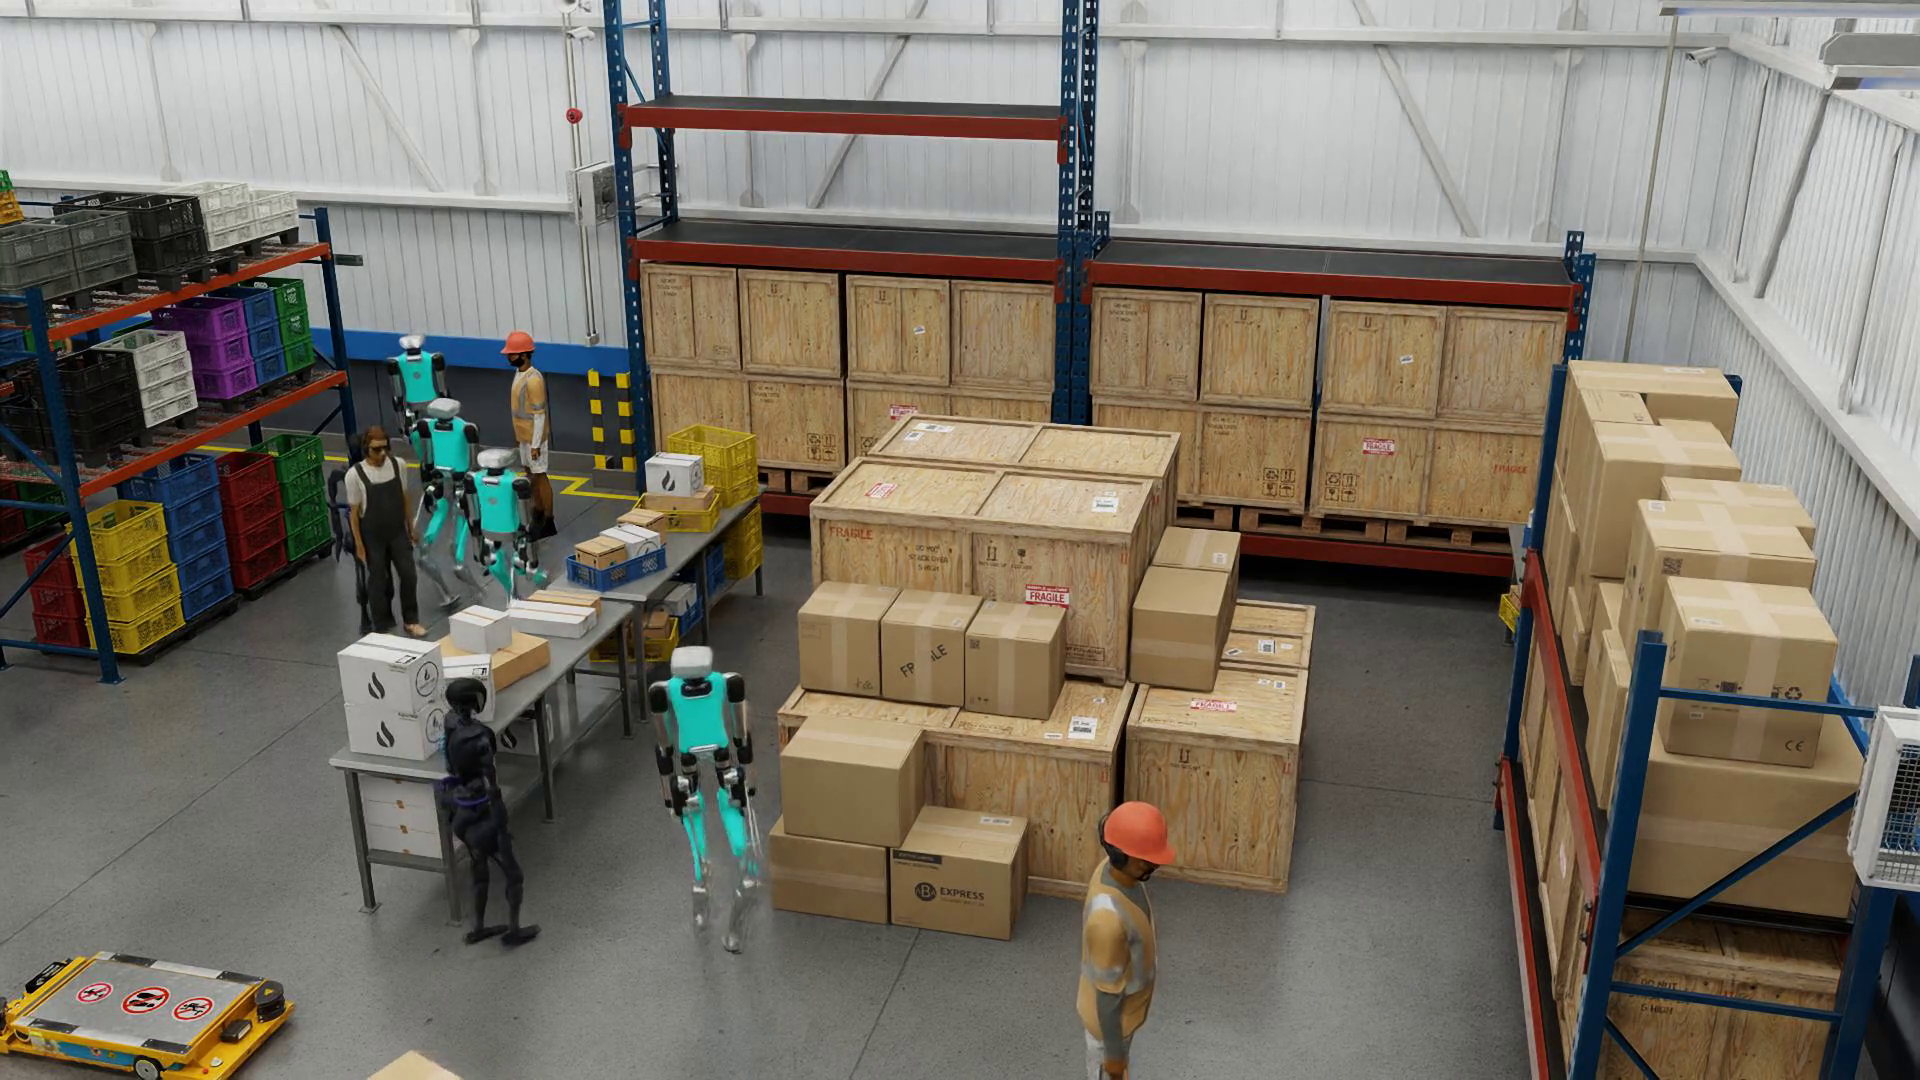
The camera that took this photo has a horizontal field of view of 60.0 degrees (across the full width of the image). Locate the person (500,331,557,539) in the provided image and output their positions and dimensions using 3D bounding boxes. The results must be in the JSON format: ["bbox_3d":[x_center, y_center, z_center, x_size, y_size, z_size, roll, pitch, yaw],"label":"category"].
[{"bbox_3d":[-3.955,-0.961,15.228,0.367,1.935,0.546,-12,24,-28],"label":"person"}]

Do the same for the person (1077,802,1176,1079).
[{"bbox_3d":[0.707,2.043,7.232,0.388,2.034,0.604,4,21,10],"label":"person"}]

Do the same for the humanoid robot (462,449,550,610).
[{"bbox_3d":[-3.397,0.050,12.902,0.556,1.789,0.940,3,21,9],"label":"humanoid robot"}]

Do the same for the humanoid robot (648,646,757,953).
[{"bbox_3d":[-1.381,1.477,9.151,0.579,1.798,0.819,-4,21,-10],"label":"humanoid robot"}]

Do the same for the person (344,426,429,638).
[{"bbox_3d":[-4.476,-0.026,12.956,0.395,1.824,0.527,18,27,38],"label":"person"}]

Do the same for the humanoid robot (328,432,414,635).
[{"bbox_3d":[-4.678,-0.060,13.232,0.599,1.654,0.355,-7,22,-17],"label":"humanoid robot"}]

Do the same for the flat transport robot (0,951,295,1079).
[{"bbox_3d":[-4.270,2.464,8.601,1.431,0.231,0.659,5,22,13],"label":"flat transport robot"}]

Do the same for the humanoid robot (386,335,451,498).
[{"bbox_3d":[-5.138,-1.119,15.991,0.551,1.844,0.758,-6,22,-14],"label":"humanoid robot"}]

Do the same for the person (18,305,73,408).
[{"bbox_3d":[-9.868,-1.951,17.957,0.564,1.836,0.387,-6,22,-16],"label":"person"}]

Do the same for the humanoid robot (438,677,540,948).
[{"bbox_3d":[-2.651,1.488,9.181,0.366,1.653,0.613,-18,27,-39],"label":"humanoid robot"}]

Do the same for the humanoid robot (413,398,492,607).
[{"bbox_3d":[-4.223,-0.235,13.629,0.552,1.808,0.785,5,21,12],"label":"humanoid robot"}]
